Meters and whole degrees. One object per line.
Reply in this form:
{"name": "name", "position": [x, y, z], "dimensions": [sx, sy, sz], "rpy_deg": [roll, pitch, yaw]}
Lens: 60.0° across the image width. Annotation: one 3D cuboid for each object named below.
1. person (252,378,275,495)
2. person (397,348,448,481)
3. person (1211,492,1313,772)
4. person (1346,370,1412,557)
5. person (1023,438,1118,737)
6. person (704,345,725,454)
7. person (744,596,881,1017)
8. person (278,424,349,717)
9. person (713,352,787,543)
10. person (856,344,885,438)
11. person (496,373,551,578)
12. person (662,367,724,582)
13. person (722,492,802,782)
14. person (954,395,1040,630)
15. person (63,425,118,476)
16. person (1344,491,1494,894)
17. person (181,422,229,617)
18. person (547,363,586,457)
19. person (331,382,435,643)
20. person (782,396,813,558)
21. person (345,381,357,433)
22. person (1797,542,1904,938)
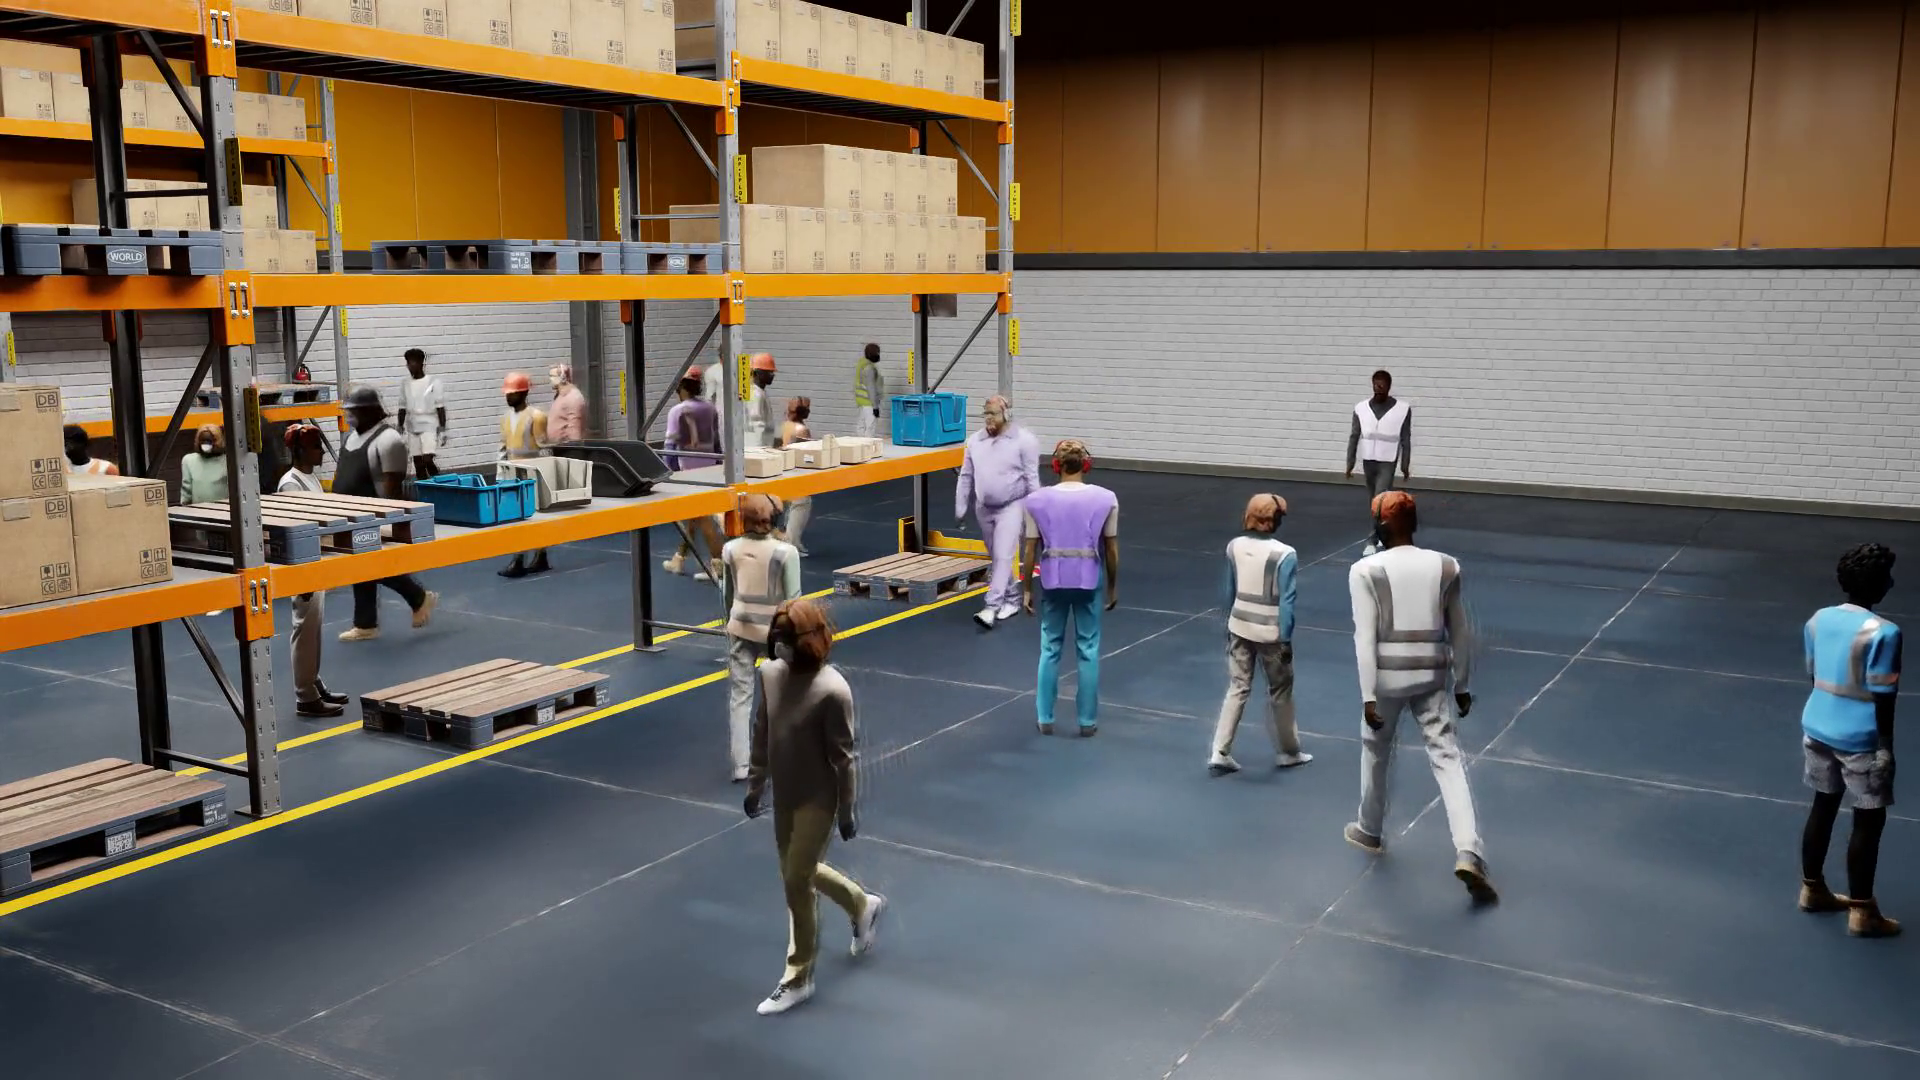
{"name": "person", "position": [-6.069, -0.448, 14.419], "dimensions": [0.754, 1.972, 0.636], "rpy_deg": [-2, 9, -15]}
{"name": "person", "position": [-6.473, -1.328, 19.979], "dimensions": [0.647, 1.952, 0.419], "rpy_deg": [3, 10, 18]}
{"name": "person", "position": [1.707, 0.529, 9.451], "dimensions": [0.702, 1.613, 0.533], "rpy_deg": [-7, 12, -39]}
{"name": "person", "position": [4.285, -0.807, 17.003], "dimensions": [0.609, 1.873, 1.005], "rpy_deg": [5, 11, 30]}
{"name": "person", "position": [0.669, 0.301, 10.175], "dimensions": [0.577, 1.840, 0.412], "rpy_deg": [1, 9, 5]}
{"name": "person", "position": [-3.093, -1.679, 22.247], "dimensions": [0.658, 1.923, 0.458], "rpy_deg": [-5, 10, -27]}
{"name": "person", "position": [-0.556, 0.994, 6.552], "dimensions": [0.686, 1.608, 0.505], "rpy_deg": [-9, 12, -43]}
{"name": "person", "position": [-4.188, 0.191, 10.719], "dimensions": [0.355, 1.883, 0.575], "rpy_deg": [-2, 9, -12]}
{"name": "person", "position": [-2.150, -0.950, 17.397], "dimensions": [0.774, 2.026, 0.626], "rpy_deg": [0, 9, 0]}
{"name": "person", "position": [-1.345, -2.024, 24.847], "dimensions": [0.431, 1.809, 0.753], "rpy_deg": [-2, 9, -11]}
{"name": "person", "position": [-4.170, -0.599, 15.553], "dimensions": [0.580, 1.909, 0.814], "rpy_deg": [7, 11, 36]}
{"name": "person", "position": [-2.520, -0.613, 15.466], "dimensions": [0.831, 1.982, 0.796], "rpy_deg": [4, 10, 25]}
{"name": "person", "position": [-1.080, 0.523, 9.485], "dimensions": [0.541, 1.599, 0.807], "rpy_deg": [4, 10, 21]}
{"name": "person", "position": [0.251, -0.223, 13.354], "dimensions": [0.680, 1.855, 0.974], "rpy_deg": [5, 11, 30]}
{"name": "person", "position": [-6.982, -0.106, 13.310], "dimensions": [0.545, 1.642, 0.894], "rpy_deg": [-1, 9, -8]}
{"name": "person", "position": [2.157, 0.694, 7.801], "dimensions": [0.618, 1.829, 1.025], "rpy_deg": [-1, 9, -8]}
{"name": "person", "position": [-6.211, -0.179, 13.833], "dimensions": [0.525, 1.615, 0.391], "rpy_deg": [0, 9, 1]}
{"name": "person", "position": [-4.254, -0.967, 17.932], "dimensions": [0.459, 1.884, 0.662], "rpy_deg": [-5, 11, -31]}
{"name": "person", "position": [-4.517, -0.226, 12.834], "dimensions": [0.692, 2.000, 0.672], "rpy_deg": [8, 12, 39]}
{"name": "person", "position": [-1.579, -0.622, 16.575], "dimensions": [0.456, 1.624, 0.545], "rpy_deg": [-5, 10, -27]}
{"name": "person", "position": [-6.792, -0.971, 18.774], "dimensions": [0.313, 1.632, 0.516], "rpy_deg": [-4, 10, -23]}
{"name": "person", "position": [3.860, 0.845, 7.224], "dimensions": [0.334, 1.695, 0.571], "rpy_deg": [-1, 9, -9]}
